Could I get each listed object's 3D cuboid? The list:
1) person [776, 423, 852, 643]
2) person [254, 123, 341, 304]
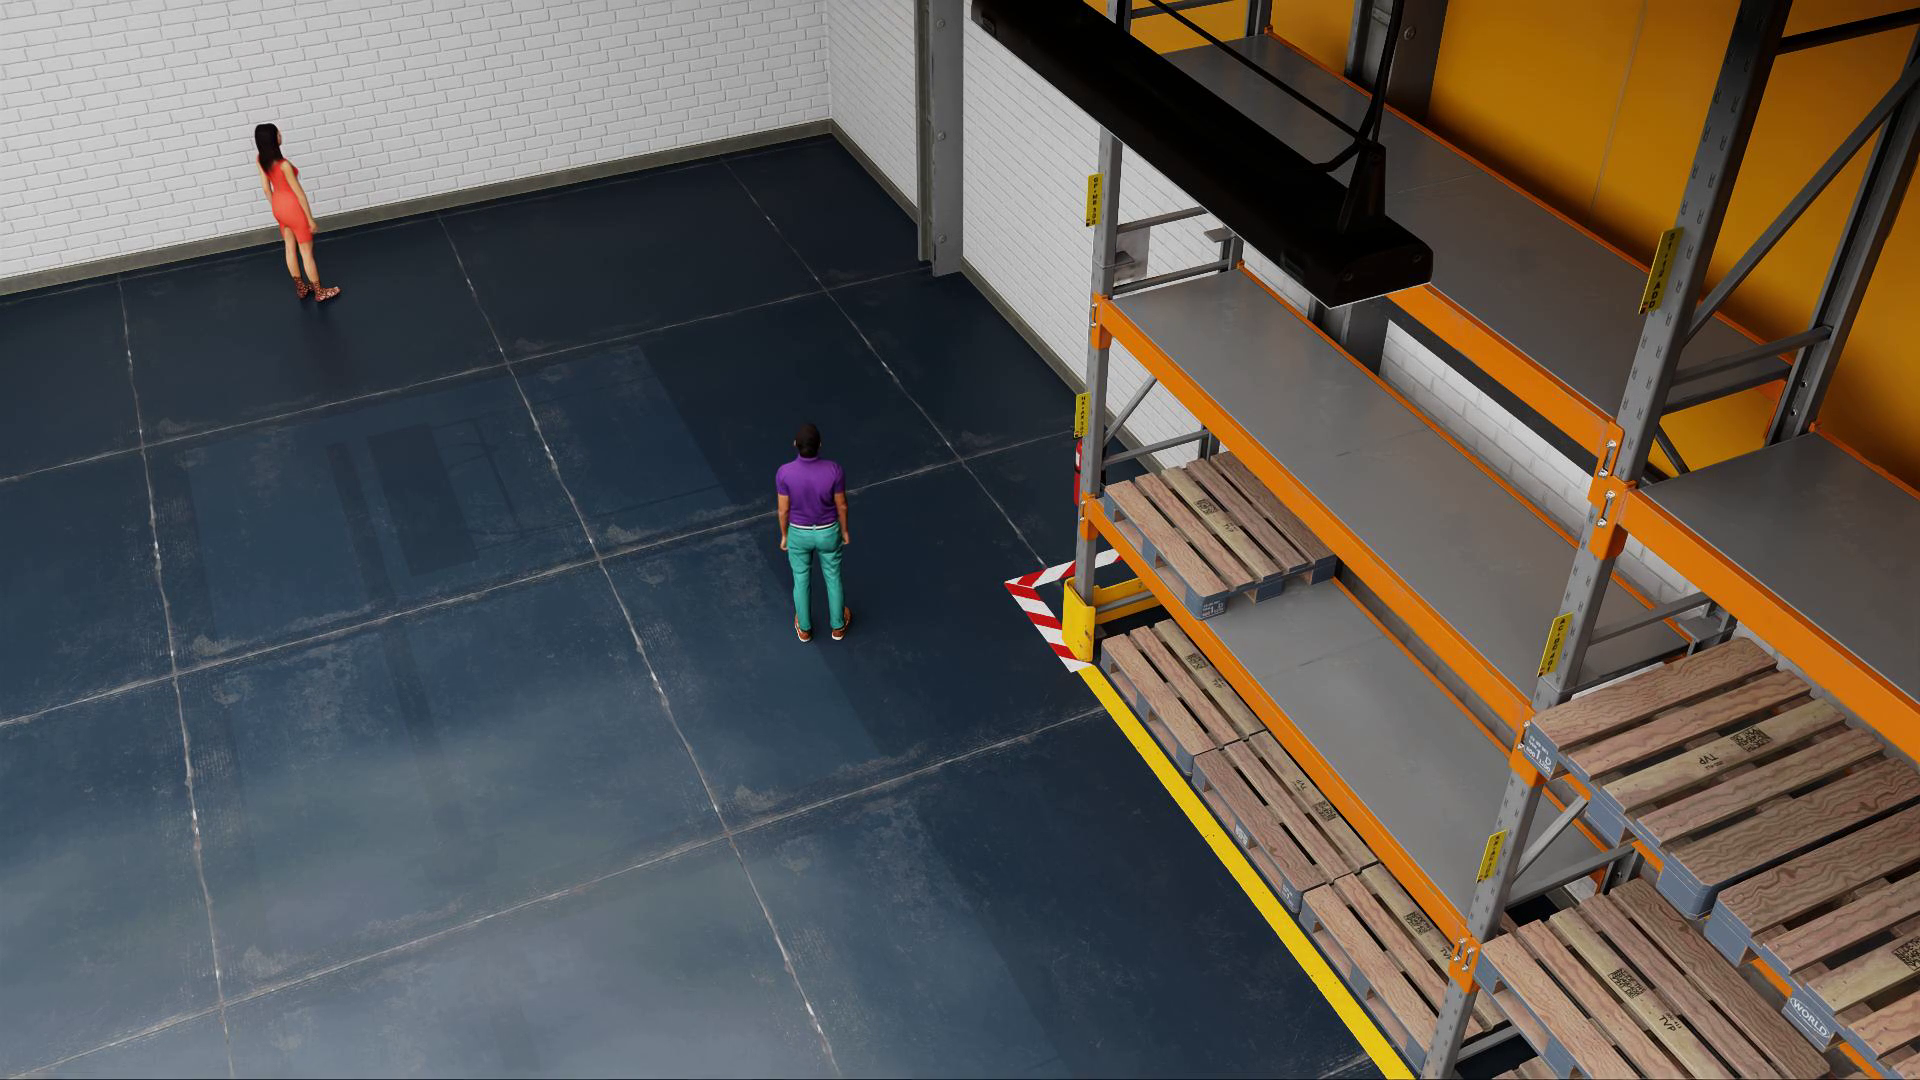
[{"bbox_3d":[-0.992,-0.048,11.308,0.705,1.768,0.674,-3,39,-4],"label":"person"},{"bbox_3d":[-6.027,-2.941,14.970,0.654,1.718,0.735,18,42,21],"label":"person"}]
